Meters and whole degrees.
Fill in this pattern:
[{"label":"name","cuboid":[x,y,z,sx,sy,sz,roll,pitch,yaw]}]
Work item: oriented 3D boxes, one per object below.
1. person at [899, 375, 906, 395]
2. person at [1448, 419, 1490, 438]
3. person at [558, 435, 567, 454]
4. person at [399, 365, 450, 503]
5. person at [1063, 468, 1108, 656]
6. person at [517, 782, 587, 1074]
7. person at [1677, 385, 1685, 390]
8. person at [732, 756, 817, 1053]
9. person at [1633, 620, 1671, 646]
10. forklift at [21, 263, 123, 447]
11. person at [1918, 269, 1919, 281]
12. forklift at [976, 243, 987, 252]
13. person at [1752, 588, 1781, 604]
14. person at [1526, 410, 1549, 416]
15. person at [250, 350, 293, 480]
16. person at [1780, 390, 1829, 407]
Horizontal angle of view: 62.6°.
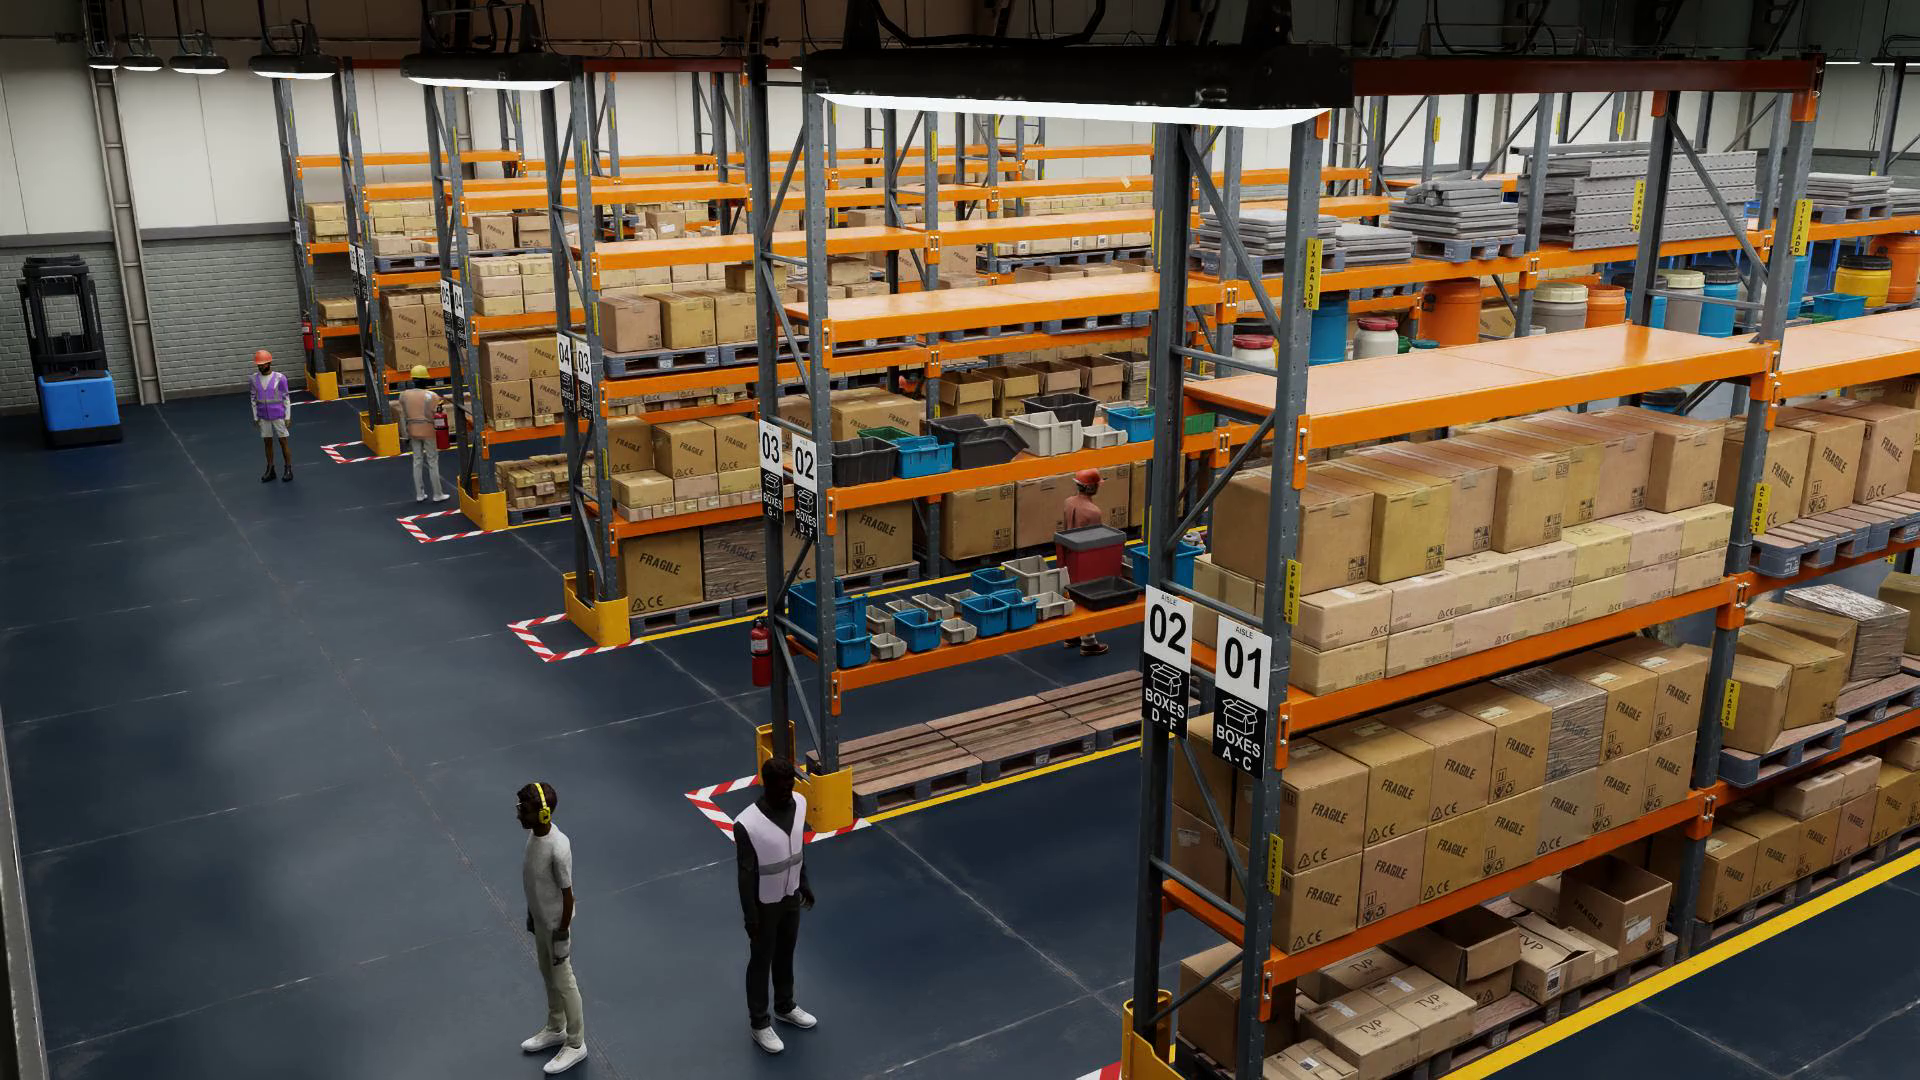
[{"label":"person","cuboid":[-0.901,-1.299,21.499,0.628,1.872,0.904,-2,17,-6]},{"label":"person","cuboid":[6.875,-1.229,21.378,0.752,1.820,0.625,-9,19,-27]},{"label":"person","cuboid":[-6.026,-1.947,23.673,0.574,1.839,0.759,12,21,34]},{"label":"person","cuboid":[-7.473,-1.477,21.996,0.591,1.923,0.382,3,17,8]},{"label":"person","cuboid":[1.300,0.198,16.387,0.382,1.994,0.613,-10,20,-30]},{"label":"person","cuboid":[-2.514,2.331,9.604,0.328,1.872,0.510,-13,21,-36]},{"label":"person","cuboid":[11.329,-2.251,25.108,0.836,1.585,0.513,10,19,29]},{"label":"person","cuboid":[-1.157,2.228,9.867,0.391,1.915,0.587,12,20,33]},{"label":"person","cuboid":[5.896,0.974,13.932,1.052,1.939,0.642,-10,20,-30]},{"label":"forklift","cuboid":[-14.518,-3.079,25.708,1.129,2.768,1.873,-10,20,-31]},{"label":"person","cuboid":[22.098,-6.016,36.764,0.652,1.992,0.531,9,19,28]},{"label":"forklift","cuboid":[0.988,-5.474,34.718,1.214,2.155,2.313,-10,20,-31]},{"label":"person","cuboid":[8.594,0.163,16.827,0.789,1.806,0.600,-14,22,-38]},{"label":"person","cuboid":[7.969,-1.277,21.907,0.859,1.586,0.501,-9,19,-26]},{"label":"person","cuboid":[-10.087,-1.821,23.103,0.553,1.935,0.362,0,17,-1]},{"label":"person","cuboid":[12.656,-1.971,23.611,0.939,1.919,0.631,-13,22,-37]}]
